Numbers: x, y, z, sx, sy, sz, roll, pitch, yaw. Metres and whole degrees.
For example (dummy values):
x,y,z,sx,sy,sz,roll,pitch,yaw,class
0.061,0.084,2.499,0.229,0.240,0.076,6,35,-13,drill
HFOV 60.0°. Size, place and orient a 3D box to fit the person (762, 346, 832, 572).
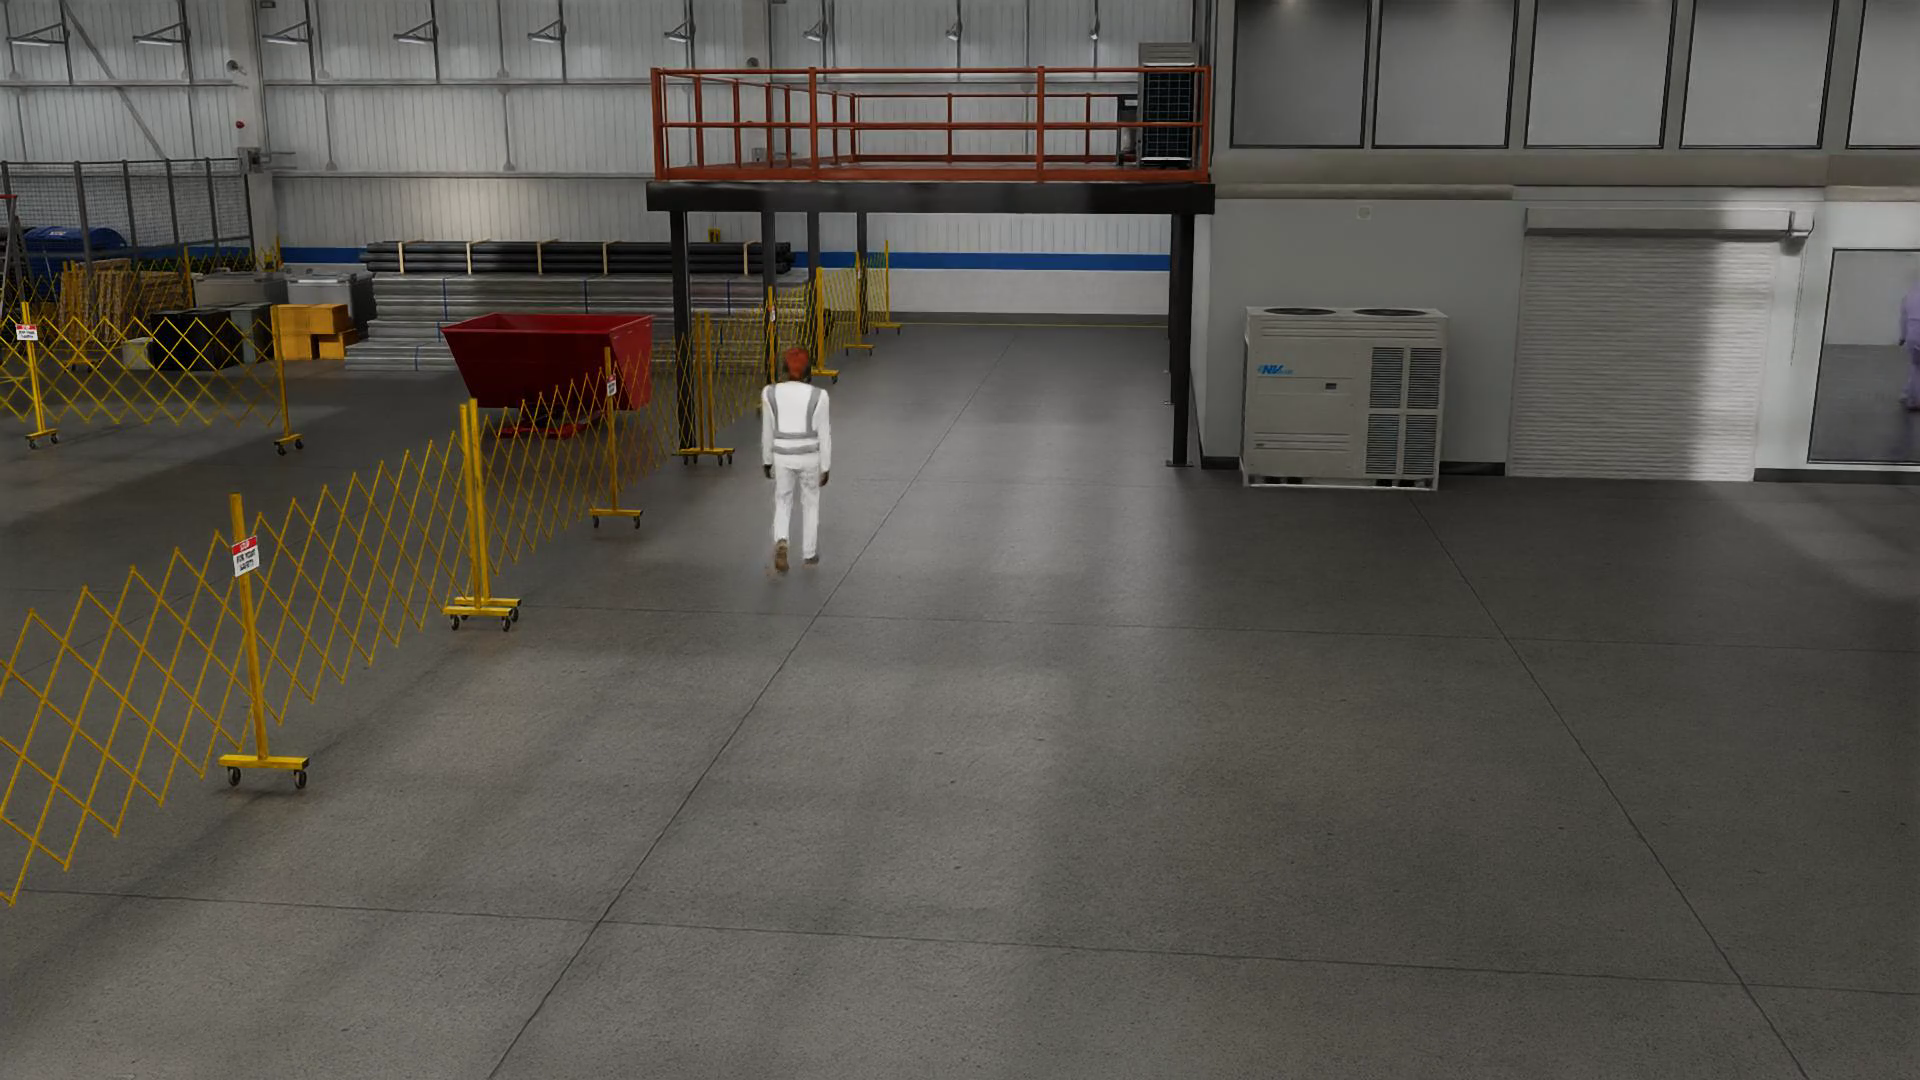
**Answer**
x,y,z,sx,sy,sz,roll,pitch,yaw,class
-1.336,-0.641,13.525,0.600,1.866,0.668,1,14,6,person
